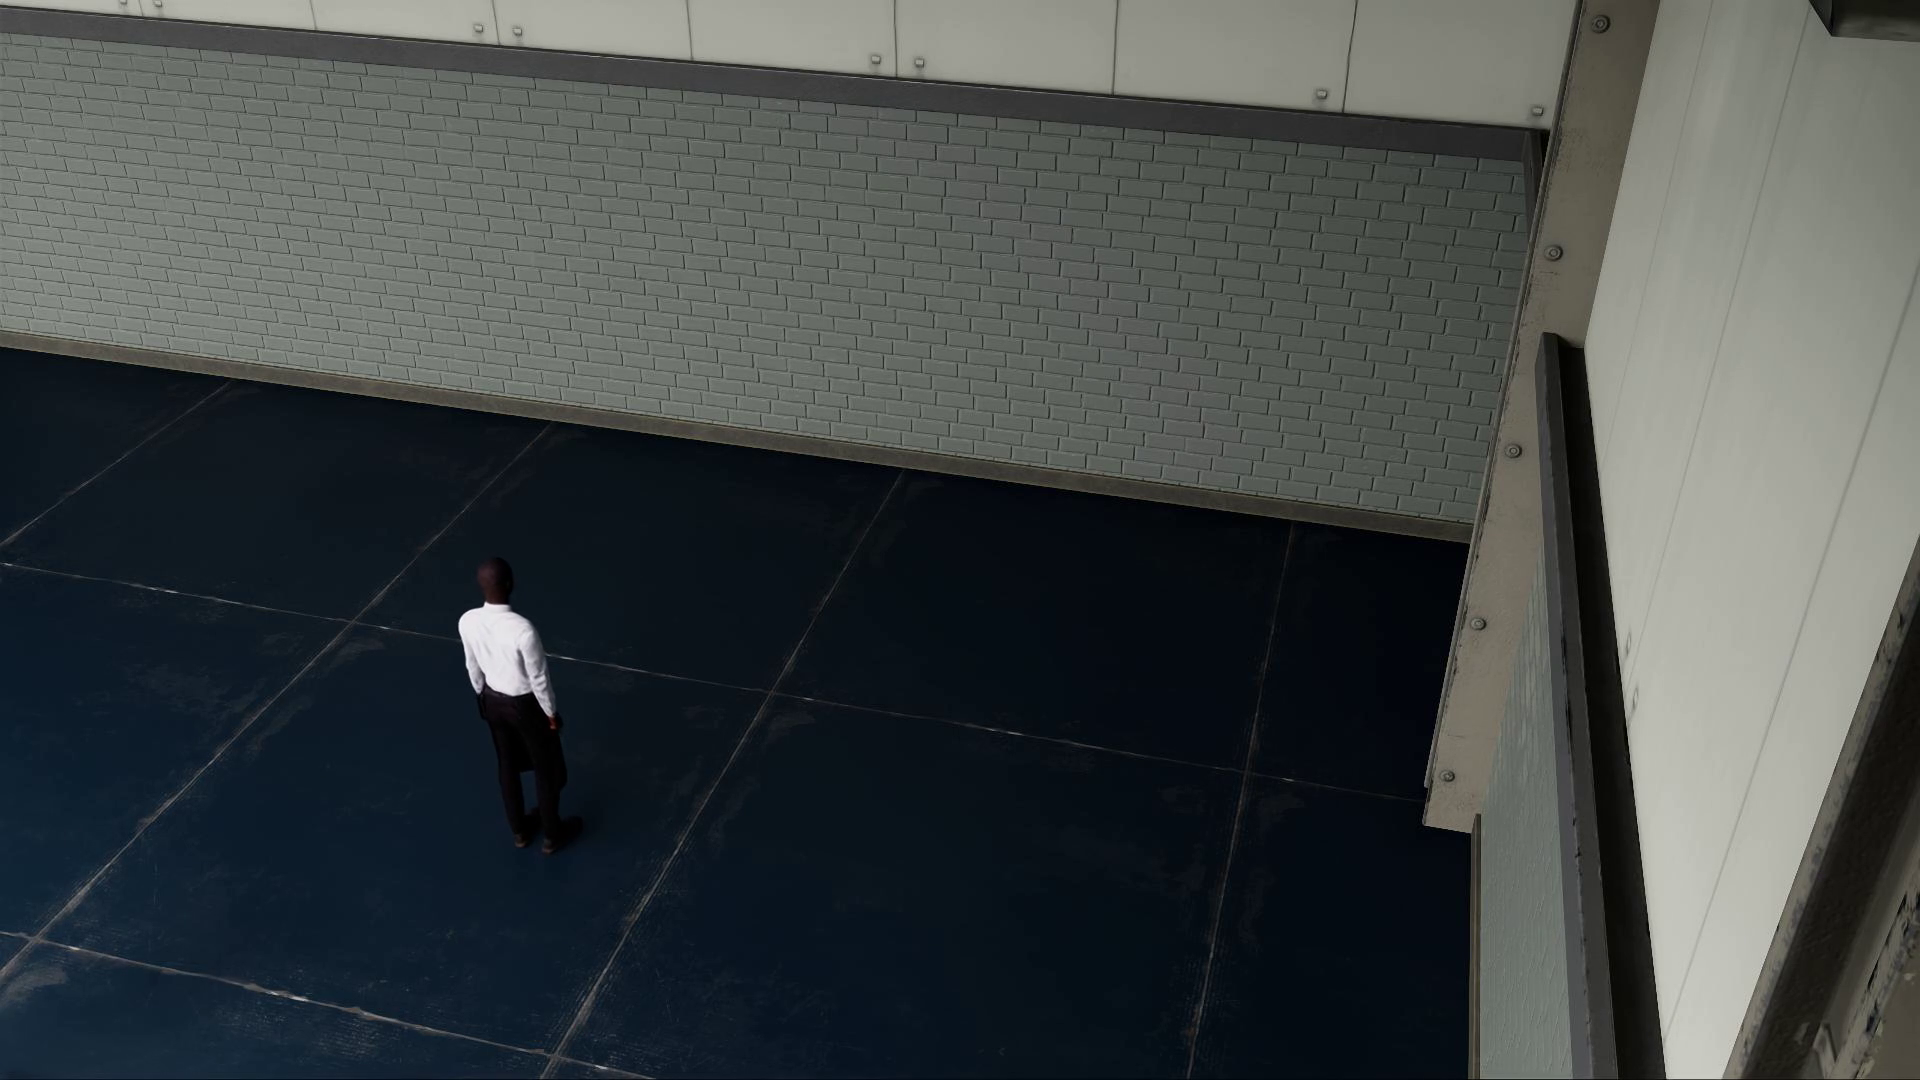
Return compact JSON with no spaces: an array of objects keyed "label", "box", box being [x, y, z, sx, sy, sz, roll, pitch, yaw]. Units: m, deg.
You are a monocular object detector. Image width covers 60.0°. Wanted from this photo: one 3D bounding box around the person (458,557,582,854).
[{"label":"person","box":[-2.375,0.911,8.904,0.655,1.832,0.583,11,34,17]}]
